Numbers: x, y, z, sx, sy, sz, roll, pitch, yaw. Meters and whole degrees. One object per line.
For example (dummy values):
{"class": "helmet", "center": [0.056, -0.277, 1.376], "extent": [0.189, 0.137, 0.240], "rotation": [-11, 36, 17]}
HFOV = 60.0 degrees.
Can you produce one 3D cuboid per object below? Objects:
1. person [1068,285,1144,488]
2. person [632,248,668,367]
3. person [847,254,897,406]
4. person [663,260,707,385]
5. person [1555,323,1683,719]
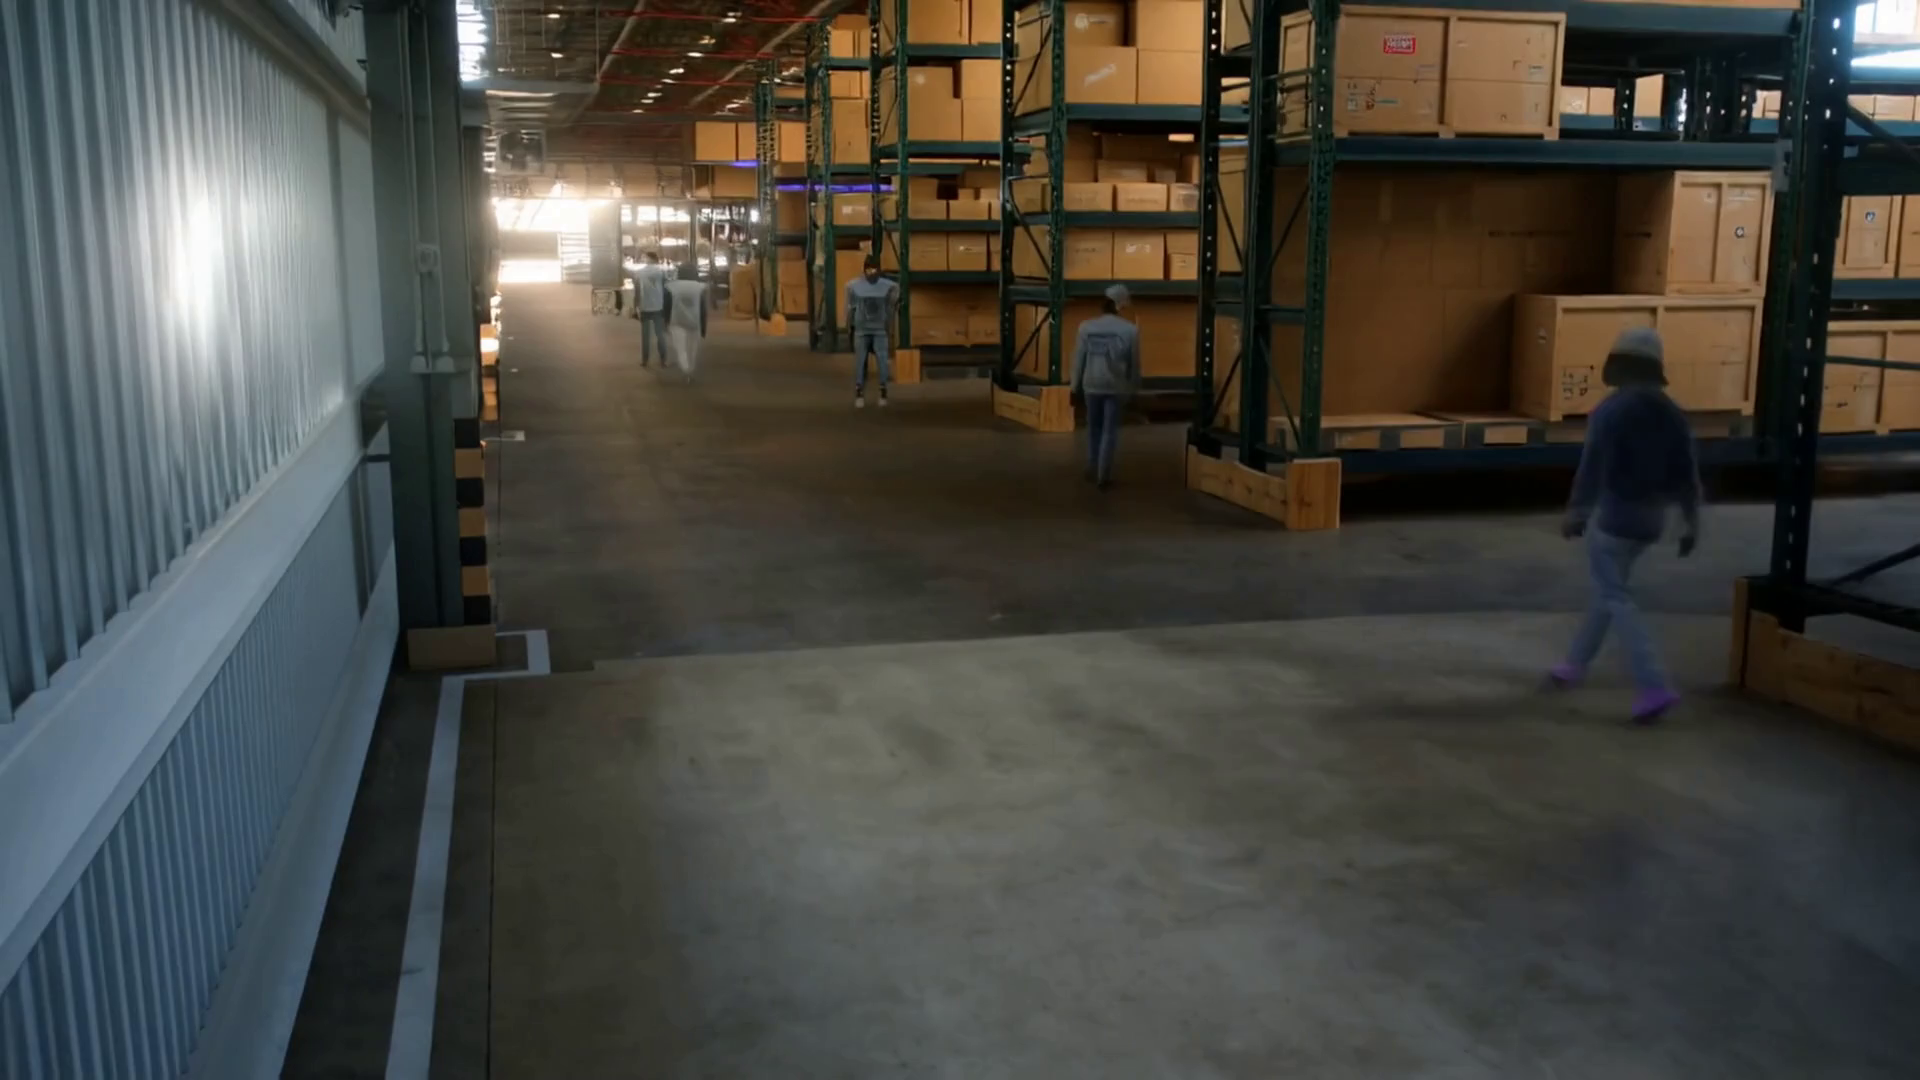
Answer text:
{"class": "person", "center": [1.239, -1.292, 14.053], "extent": [0.627, 1.696, 0.742], "rotation": [3, 10, 16]}
{"class": "person", "center": [-5.201, -3.903, 28.001], "extent": [0.611, 1.988, 0.391], "rotation": [-3, 10, -17]}
{"class": "person", "center": [-1.116, -2.653, 21.107], "extent": [0.625, 1.931, 0.370], "rotation": [0, 10, -1]}
{"class": "person", "center": [-3.952, -3.119, 24.038], "extent": [0.624, 1.828, 0.744], "rotation": [-4, 11, -23]}
{"class": "person", "center": [2.935, -0.098, 7.285], "extent": [0.509, 1.694, 0.880], "rotation": [-4, 11, -23]}
